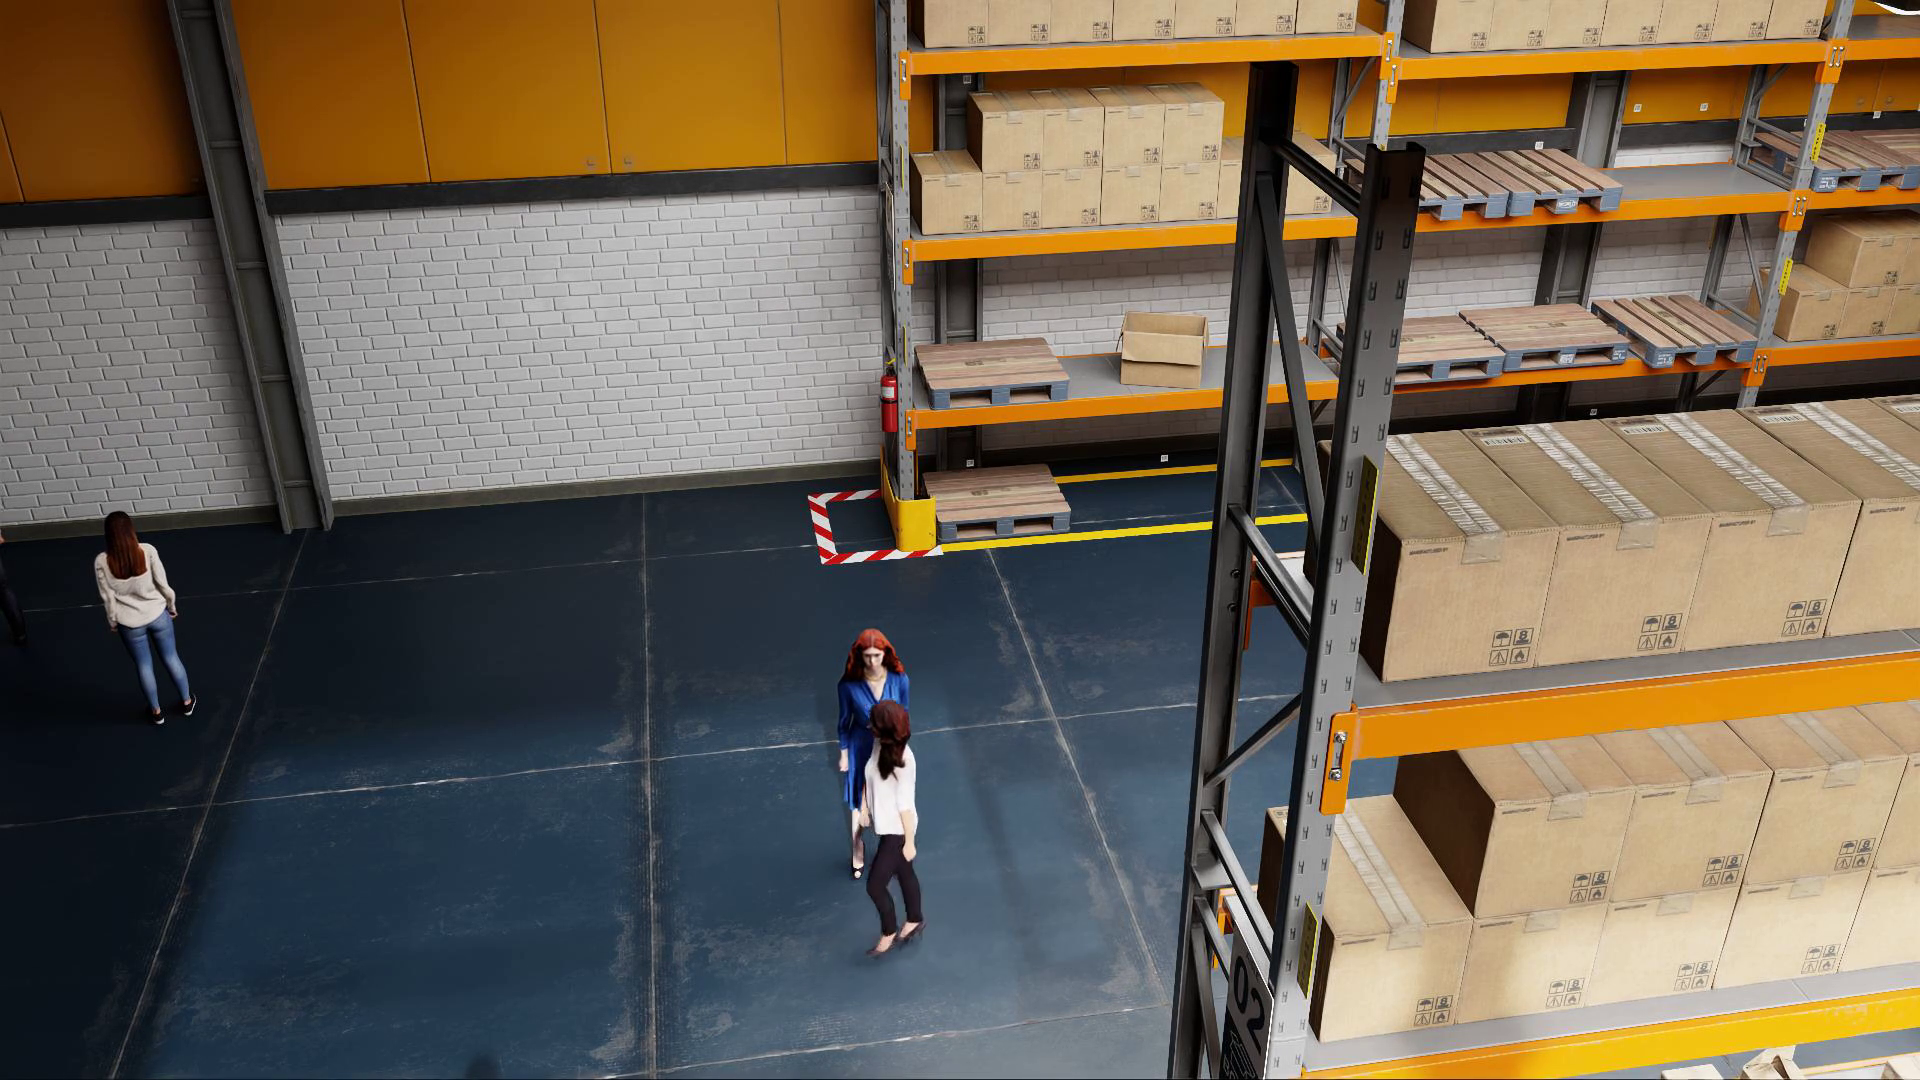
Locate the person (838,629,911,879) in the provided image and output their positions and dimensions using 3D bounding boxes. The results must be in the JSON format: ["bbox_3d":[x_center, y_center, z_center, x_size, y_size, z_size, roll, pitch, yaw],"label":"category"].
[{"bbox_3d":[-0.531,1.342,10.497,0.498,1.827,0.669,-5,29,-10],"label":"person"}]

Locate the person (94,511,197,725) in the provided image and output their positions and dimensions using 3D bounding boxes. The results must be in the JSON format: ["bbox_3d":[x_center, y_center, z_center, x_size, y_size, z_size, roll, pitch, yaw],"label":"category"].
[{"bbox_3d":[-5.933,0.557,12.078,0.609,1.691,0.754,-16,32,-26],"label":"person"}]

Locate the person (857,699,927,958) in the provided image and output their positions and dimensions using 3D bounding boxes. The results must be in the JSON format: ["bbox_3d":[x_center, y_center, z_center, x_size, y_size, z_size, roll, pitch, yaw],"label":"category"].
[{"bbox_3d":[-0.293,1.699,9.892,0.695,1.780,0.693,-10,30,-18],"label":"person"}]
